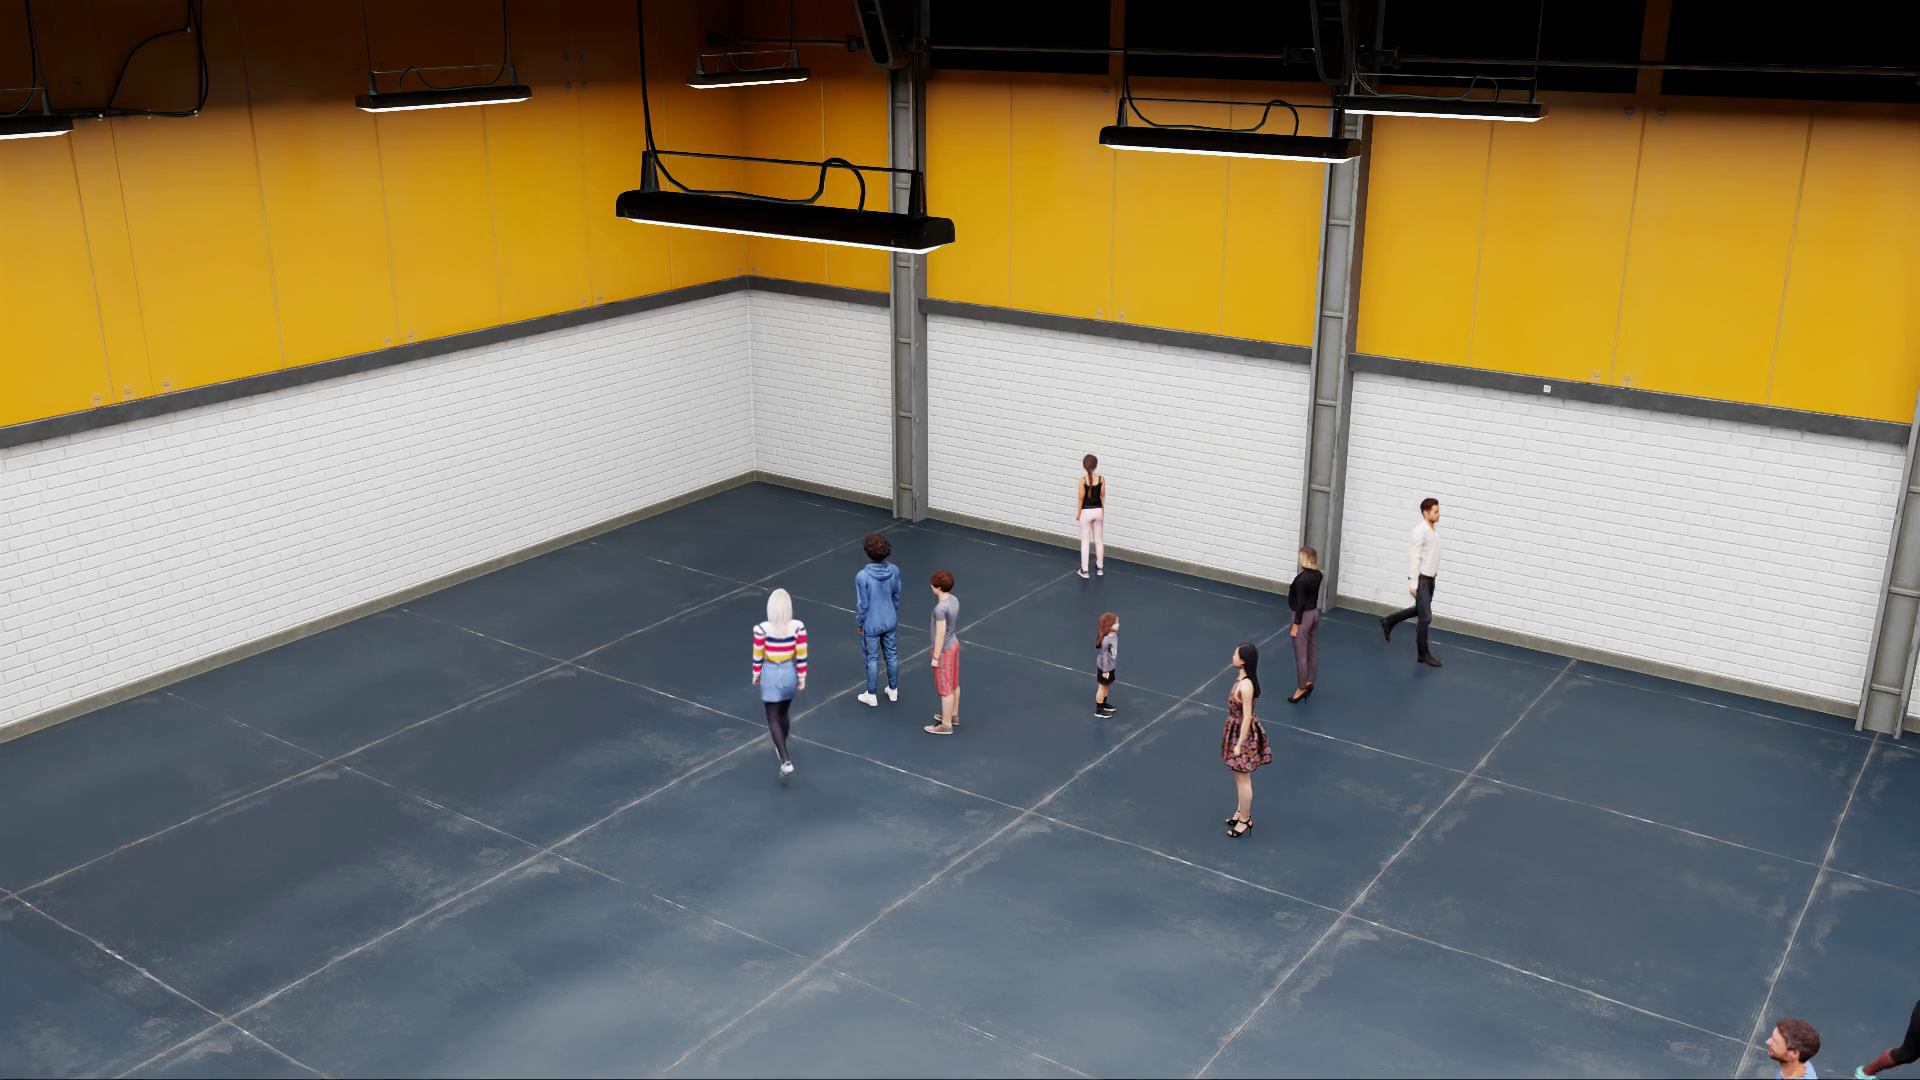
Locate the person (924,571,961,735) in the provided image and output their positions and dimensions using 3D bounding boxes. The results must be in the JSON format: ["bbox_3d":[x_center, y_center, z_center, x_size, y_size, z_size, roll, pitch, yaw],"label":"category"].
[{"bbox_3d":[-0.139,1.087,16.303,0.605,1.651,0.630,7,20,19],"label":"person"}]

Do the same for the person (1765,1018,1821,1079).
[{"bbox_3d":[4.583,3.450,9.018,1.168,1.823,0.686,11,21,29],"label":"person"}]

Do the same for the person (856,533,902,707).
[{"bbox_3d":[-0.828,0.800,16.904,0.756,1.811,0.733,-11,21,-29],"label":"person"}]

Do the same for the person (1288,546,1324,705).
[{"bbox_3d":[3.531,0.859,16.954,0.544,1.668,0.606,15,24,37],"label":"person"}]

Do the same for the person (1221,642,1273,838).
[{"bbox_3d":[2.415,1.706,14.273,0.811,1.774,0.780,3,19,9],"label":"person"}]

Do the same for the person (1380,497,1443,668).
[{"bbox_3d":[4.919,0.425,17.959,1.077,1.848,0.744,16,25,40],"label":"person"}]

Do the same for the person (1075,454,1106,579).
[{"bbox_3d":[1.629,-0.308,20.584,0.634,1.563,0.682,-5,19,-15],"label":"person"}]

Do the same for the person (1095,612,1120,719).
[{"bbox_3d":[1.471,1.234,16.723,0.509,1.105,0.509,6,20,18],"label":"person"}]

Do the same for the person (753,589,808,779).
[{"bbox_3d":[-1.665,1.338,15.354,1.044,1.782,1.188,-6,20,-19],"label":"person"}]
